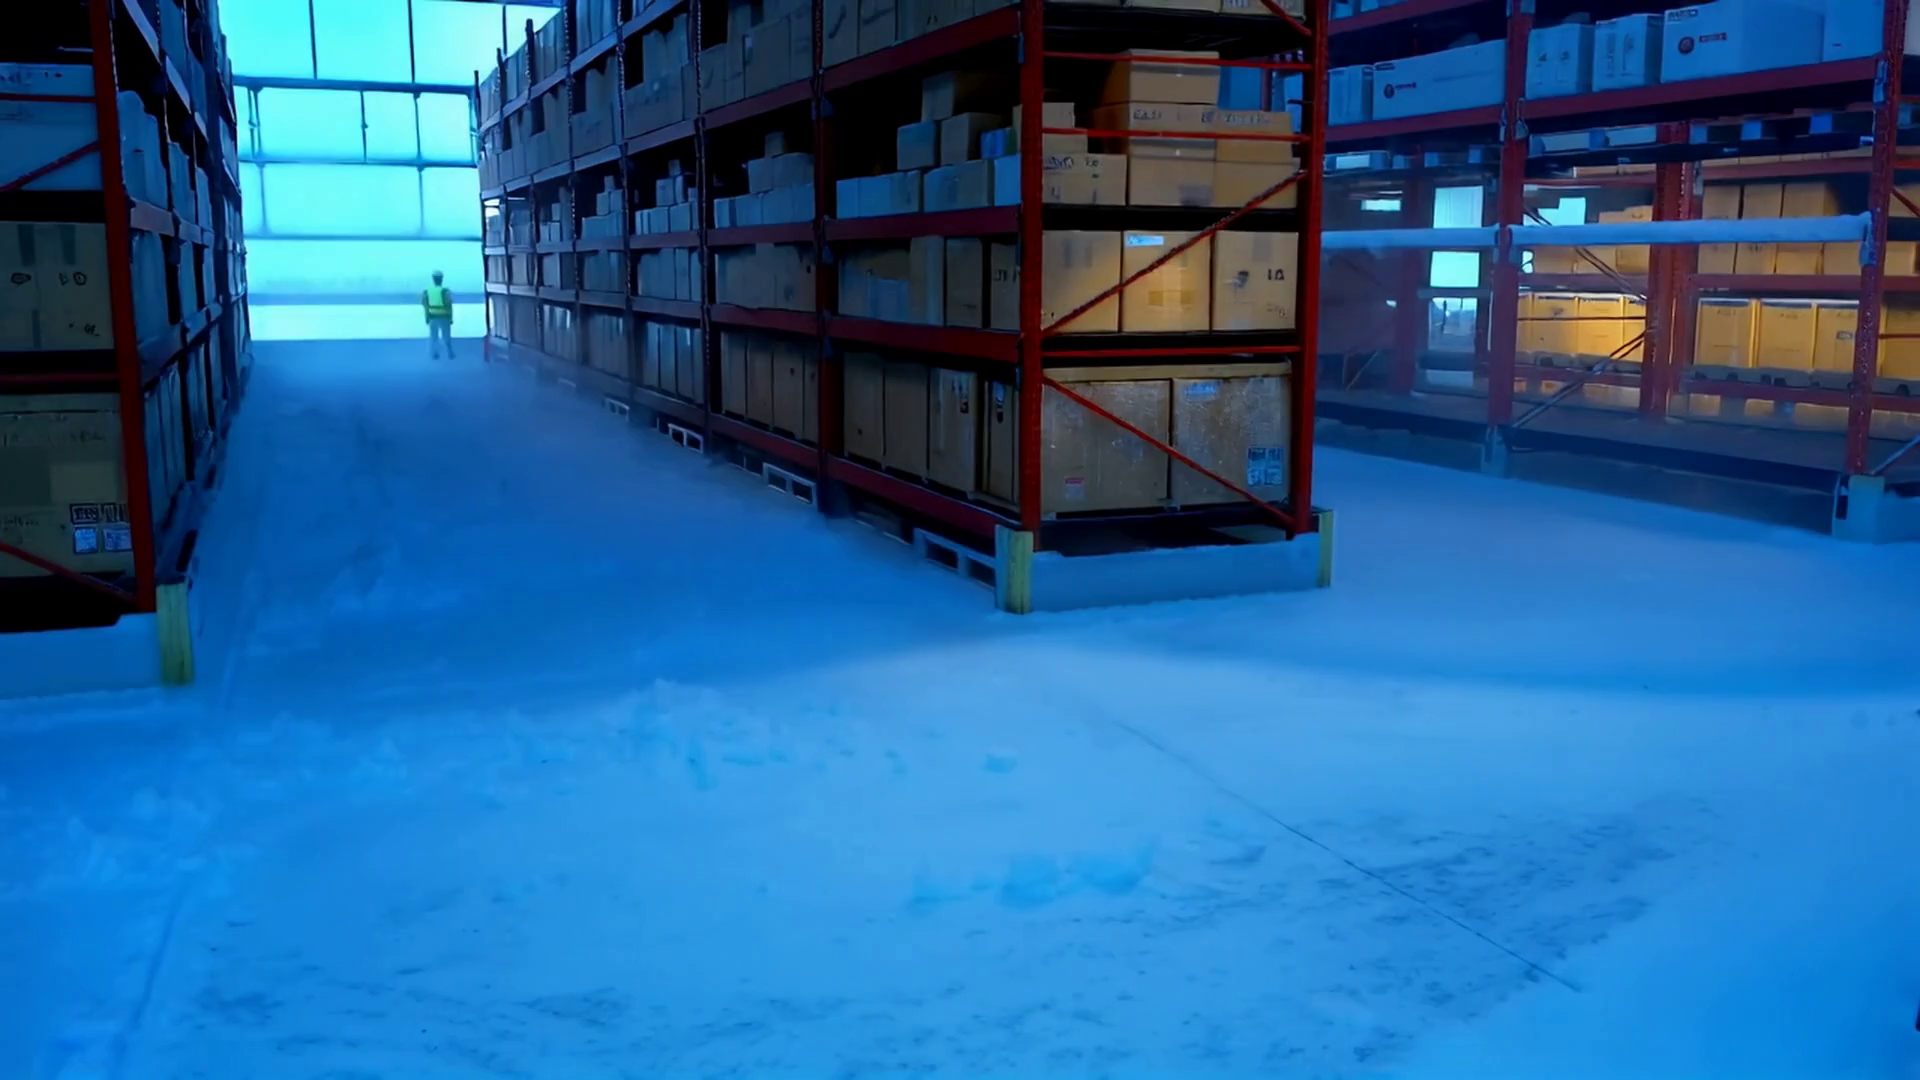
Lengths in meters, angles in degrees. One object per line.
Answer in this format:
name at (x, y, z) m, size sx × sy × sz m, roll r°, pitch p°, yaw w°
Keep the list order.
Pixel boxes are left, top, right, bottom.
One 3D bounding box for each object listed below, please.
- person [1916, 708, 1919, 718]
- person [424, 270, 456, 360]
person at (4.623, -0.096, 7.398) m, size 0.637 × 1.899 × 0.396 m, roll 0°, pitch 9°, yaw 0°
person at (-11.111, -4.792, 35.510) m, size 0.617 × 1.890 × 1.018 m, roll 0°, pitch 9°, yaw -1°
